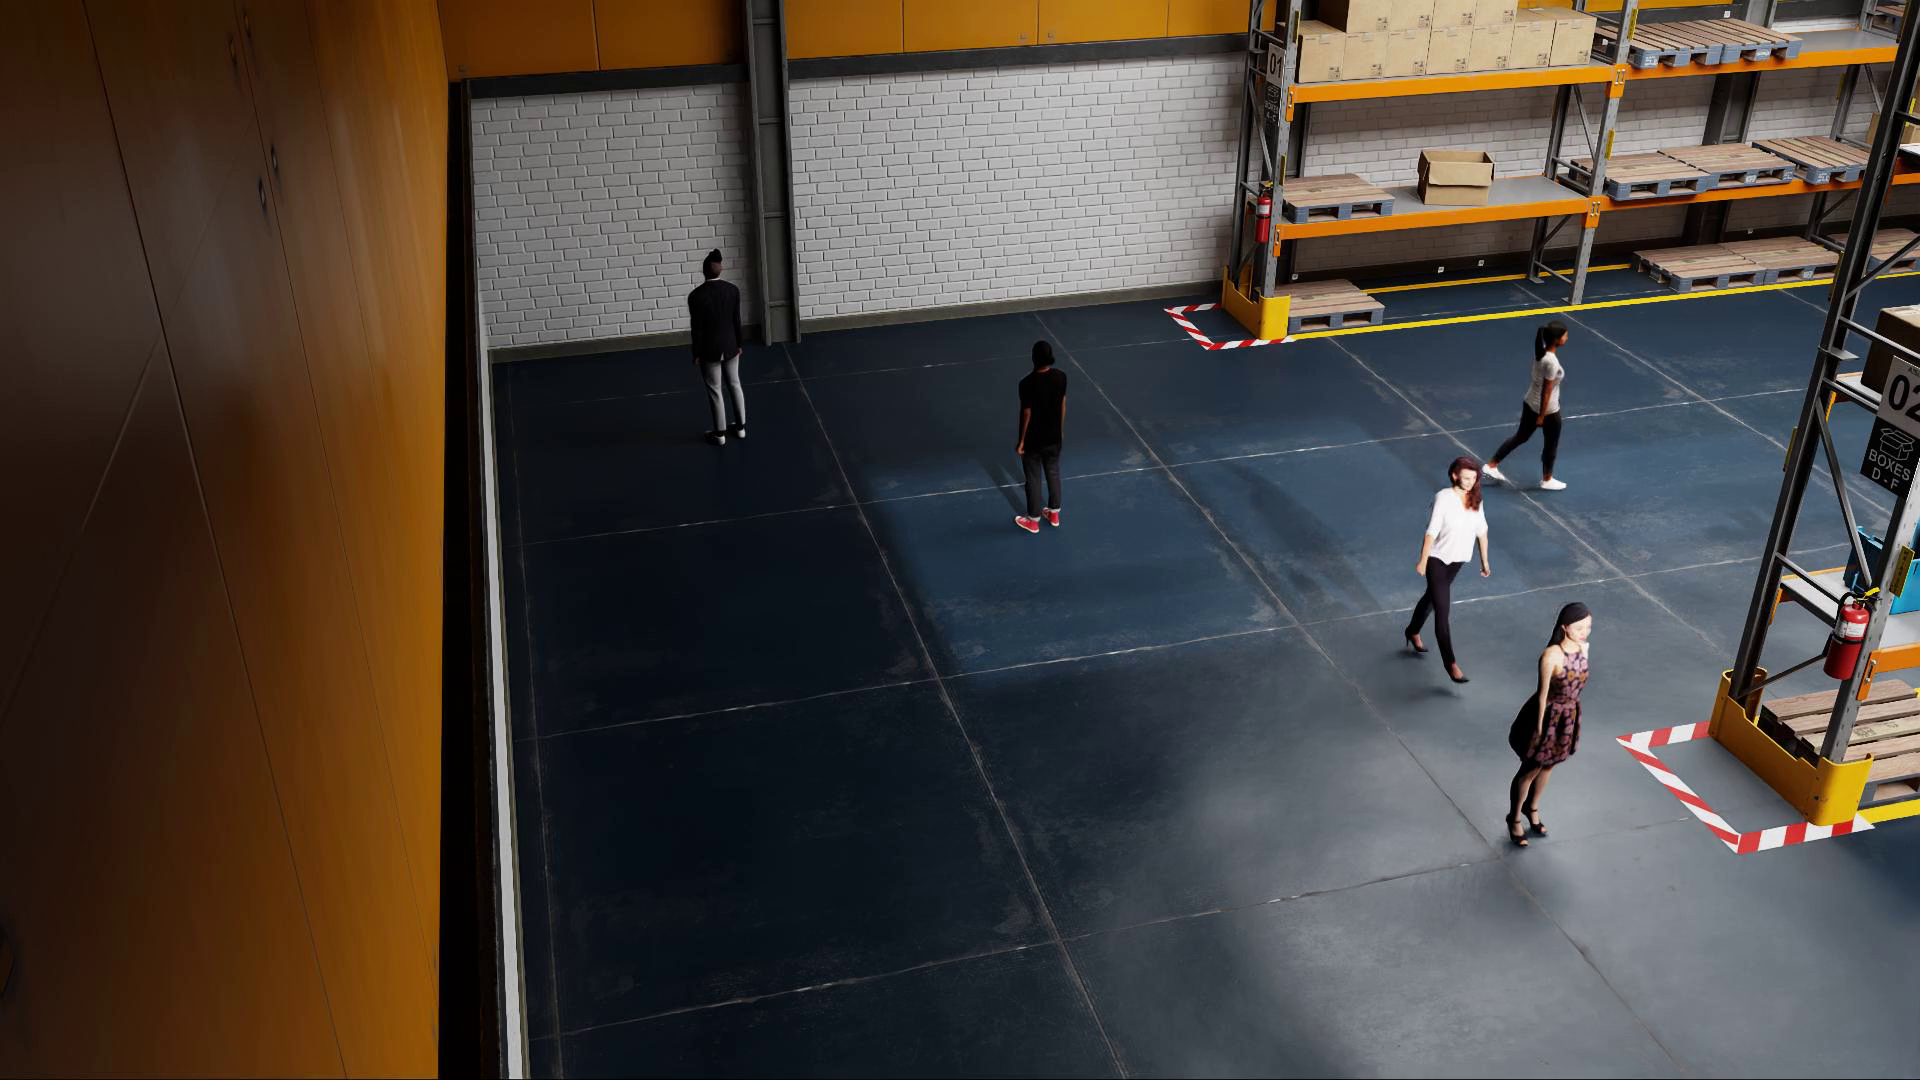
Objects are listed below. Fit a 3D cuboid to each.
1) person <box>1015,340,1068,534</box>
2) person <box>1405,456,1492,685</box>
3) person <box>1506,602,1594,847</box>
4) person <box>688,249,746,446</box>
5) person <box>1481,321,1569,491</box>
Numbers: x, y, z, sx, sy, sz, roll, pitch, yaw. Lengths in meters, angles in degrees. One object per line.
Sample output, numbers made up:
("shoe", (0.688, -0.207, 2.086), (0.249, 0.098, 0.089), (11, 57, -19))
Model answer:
("person", (0.710, -0.906, 14.438), (0.603, 1.758, 0.752), (-16, 32, -27))
("person", (3.575, 0.139, 12.522), (1.018, 1.759, 0.866), (-17, 33, -28))
("person", (3.777, 1.171, 10.615), (0.728, 1.774, 0.824), (-19, 34, -31))
("person", (-2.322, -1.872, 16.011), (0.660, 1.948, 0.832), (-18, 33, -29))
("person", (5.195, -1.215, 15.149), (1.056, 1.621, 0.719), (-1, 29, -2))
